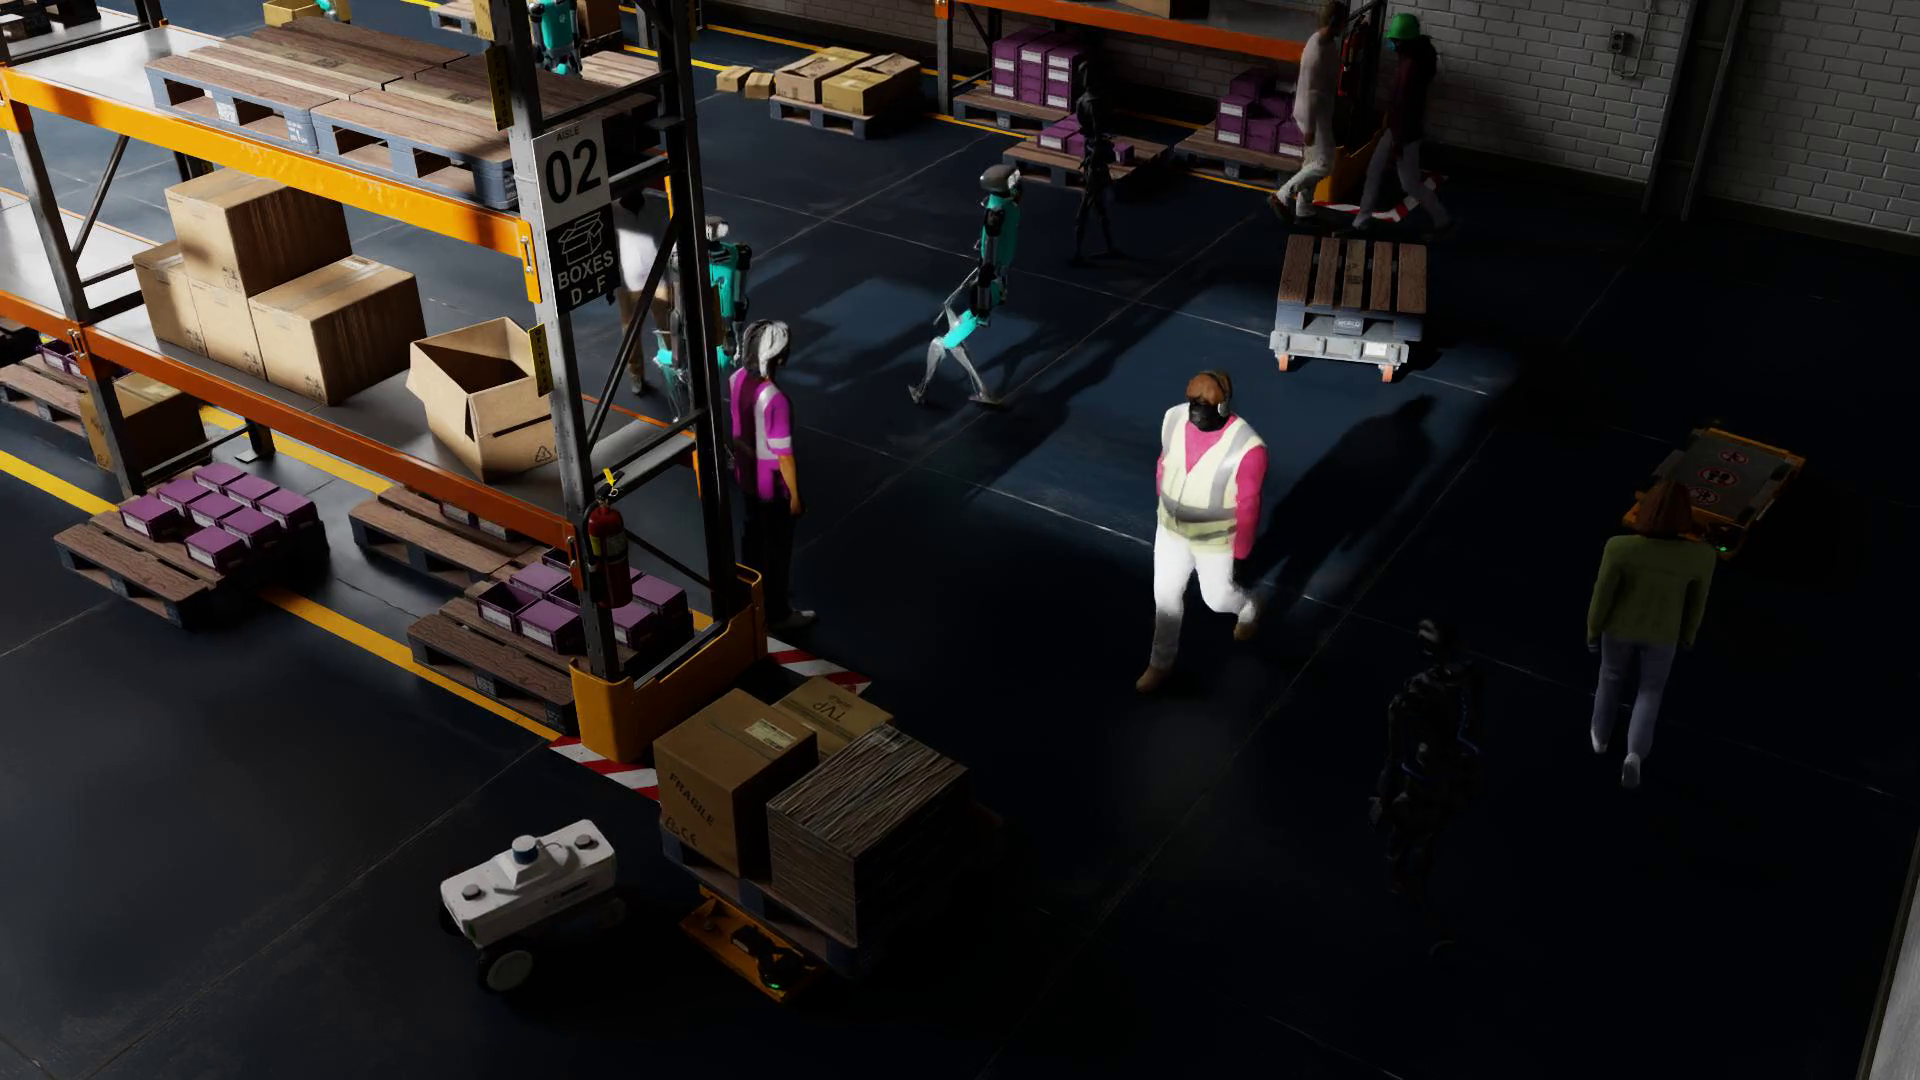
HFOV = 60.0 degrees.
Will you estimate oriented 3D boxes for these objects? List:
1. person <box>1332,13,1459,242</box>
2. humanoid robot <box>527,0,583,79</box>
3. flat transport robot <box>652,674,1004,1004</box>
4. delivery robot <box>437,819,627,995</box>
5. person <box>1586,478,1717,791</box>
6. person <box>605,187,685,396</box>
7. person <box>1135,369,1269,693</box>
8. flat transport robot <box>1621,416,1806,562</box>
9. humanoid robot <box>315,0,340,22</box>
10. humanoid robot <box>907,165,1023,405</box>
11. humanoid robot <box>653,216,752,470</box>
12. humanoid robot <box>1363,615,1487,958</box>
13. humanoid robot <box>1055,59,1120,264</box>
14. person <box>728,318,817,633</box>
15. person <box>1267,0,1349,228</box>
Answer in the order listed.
[{"bbox_3d":[3.648,-3.307,13.464,0.962,1.902,0.477,1,33,2],"label":"person"},{"bbox_3d":[-3.755,-4.289,15.128,1.046,1.740,0.551,22,39,30],"label":"humanoid robot"},{"bbox_3d":[-0.534,1.489,7.585,0.659,0.231,1.431,25,40,33],"label":"flat transport robot"},{"bbox_3d":[-1.868,1.537,7.232,0.758,0.577,0.499,-22,39,-30],"label":"delivery robot"},{"bbox_3d":[3.246,0.456,7.928,0.517,1.614,0.567,11,35,16],"label":"person"},{"bbox_3d":[-2.150,-1.776,11.265,0.567,1.732,0.400,-12,35,-18],"label":"person"},{"bbox_3d":[1.287,-0.088,8.594,0.631,1.815,0.801,26,41,34],"label":"person"},{"bbox_3d":[4.732,-0.336,10.390,0.659,0.231,1.431,24,40,32],"label":"flat transport robot"},{"bbox_3d":[-6.895,-6.004,17.735,0.980,1.739,0.553,15,36,22],"label":"humanoid robot"},{"bbox_3d":[-0.027,-1.642,11.102,0.884,1.836,0.553,10,34,15],"label":"humanoid robot"},{"bbox_3d":[-1.669,-1.267,10.513,0.566,1.741,1.079,-24,40,-32],"label":"humanoid robot"},{"bbox_3d":[2.040,1.046,6.977,0.611,1.632,0.490,-19,38,-27],"label":"humanoid robot"},{"bbox_3d":[1.037,-2.995,13.184,0.551,1.643,0.583,-2,33,-2],"label":"humanoid robot"},{"bbox_3d":[-1.025,-0.342,8.964,0.349,1.839,0.517,-23,39,-31],"label":"person"},{"bbox_3d":[2.943,-3.479,13.717,0.471,1.914,0.632,10,34,14],"label":"person"}]
